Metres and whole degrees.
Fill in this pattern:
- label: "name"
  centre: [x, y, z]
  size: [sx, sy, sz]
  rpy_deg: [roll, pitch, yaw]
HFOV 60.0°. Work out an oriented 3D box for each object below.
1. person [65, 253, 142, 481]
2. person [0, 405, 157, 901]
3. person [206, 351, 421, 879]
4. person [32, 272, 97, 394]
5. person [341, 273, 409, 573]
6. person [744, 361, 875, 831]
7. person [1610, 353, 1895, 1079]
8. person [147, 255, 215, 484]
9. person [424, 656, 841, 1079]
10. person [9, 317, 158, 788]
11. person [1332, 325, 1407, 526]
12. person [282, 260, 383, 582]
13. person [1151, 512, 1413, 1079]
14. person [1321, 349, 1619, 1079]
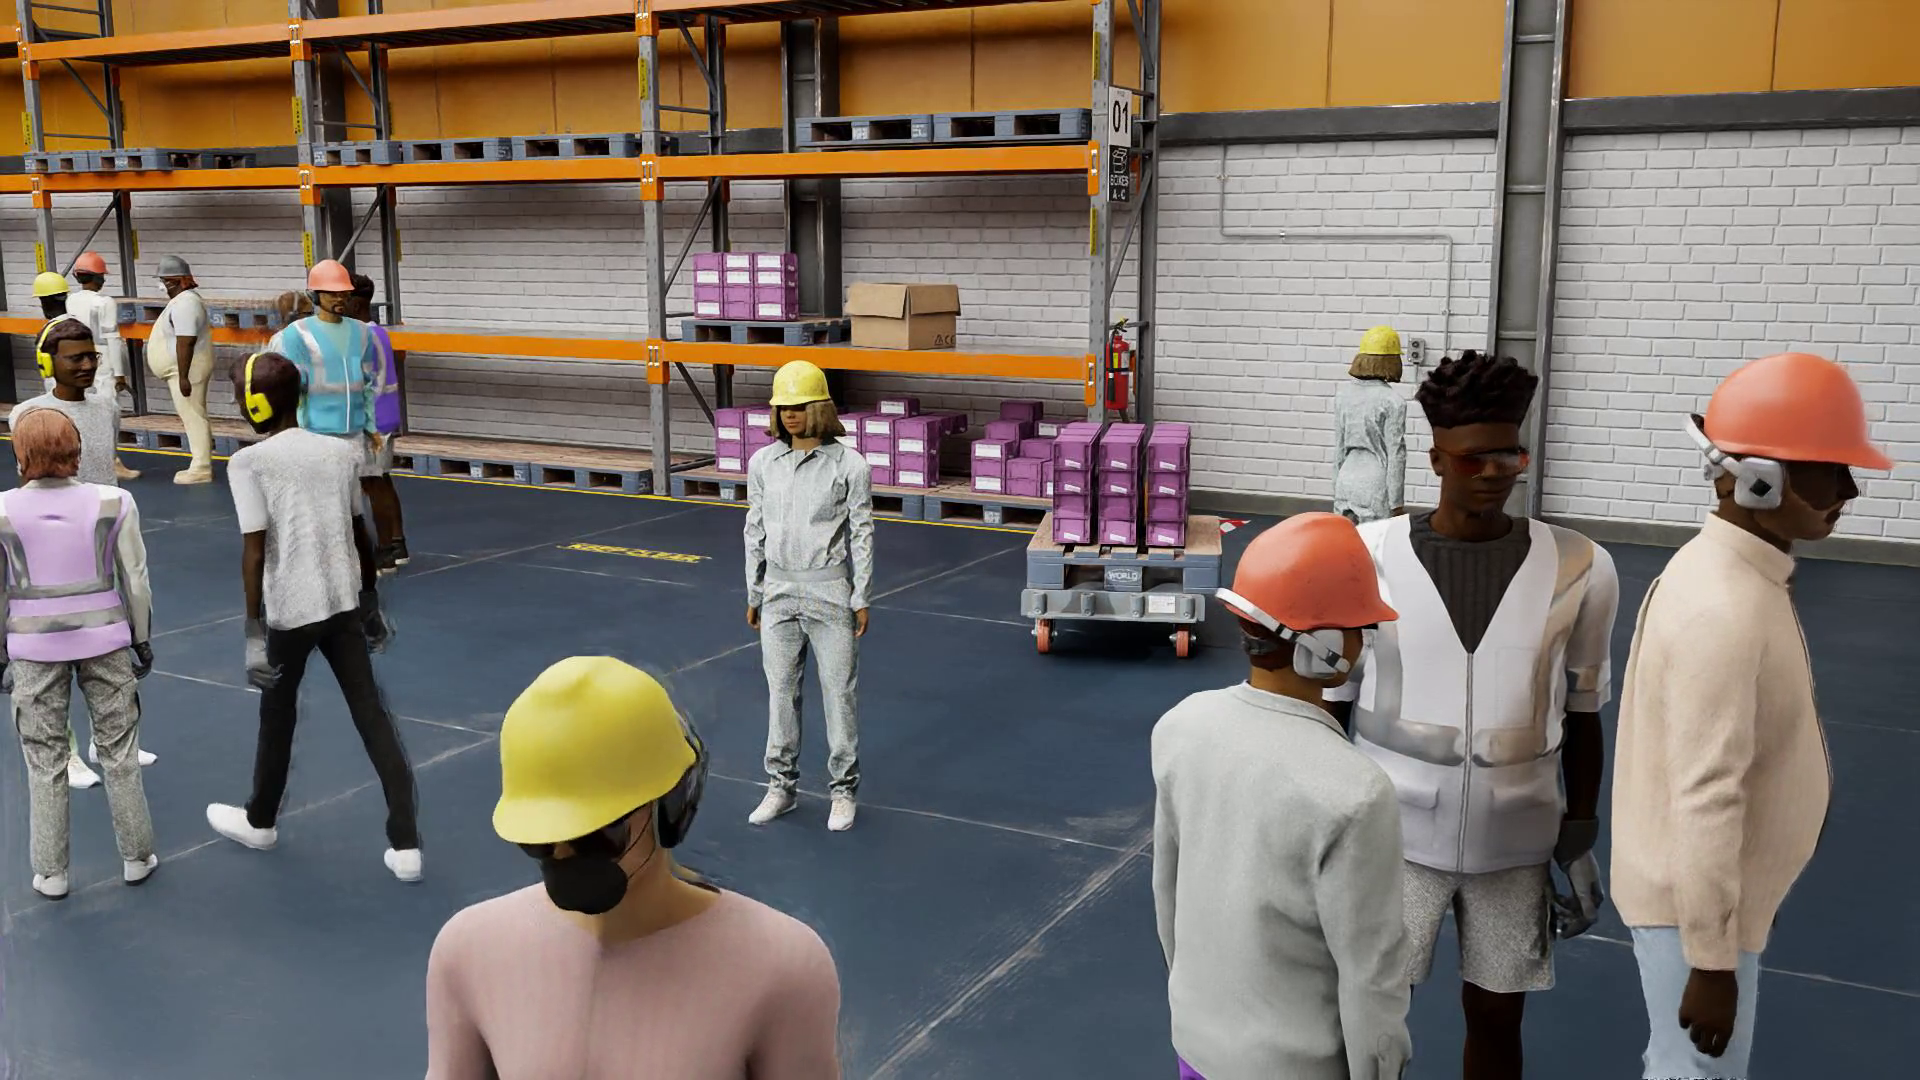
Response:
- label: "person"
  centre: [-7.727, -1.541, 14.922]
  size: [0.609, 2.041, 0.402]
  rpy_deg: [4, 11, 21]
- label: "person"
  centre: [-2.944, 0.375, 5.508]
  size: [0.514, 1.643, 0.307]
  rpy_deg: [-6, 12, -30]
- label: "person"
  centre: [-2.253, 0.253, 5.739]
  size: [0.987, 1.803, 0.620]
  rpy_deg: [7, 13, 35]
- label: "person"
  centre: [-6.702, -1.039, 12.487]
  size: [0.384, 1.923, 0.590]
  rpy_deg: [-2, 10, -9]
- label: "person"
  centre: [-3.872, -0.763, 10.901]
  size: [0.376, 1.955, 0.610]
  rpy_deg: [-2, 10, -9]
- label: "person"
  centre: [-0.564, 0.212, 6.126]
  size: [0.494, 1.743, 0.308]
  rpy_deg: [3, 11, 15]
- label: "person"
  centre: [1.397, 0.654, 3.042]
  size: [0.407, 1.986, 0.633]
  rpy_deg: [5, 11, 26]
- label: "person"
  centre: [-6.938, -1.523, 14.821]
  size: [0.535, 2.000, 0.684]
  rpy_deg: [-3, 11, -18]
- label: "person"
  centre: [-0.420, 0.976, 2.036]
  size: [0.540, 1.712, 0.889]
  rpy_deg: [2, 11, 11]
- label: "person"
  centre: [-3.527, 0.044, 6.702]
  size: [0.325, 1.871, 0.516]
  rpy_deg: [4, 11, 20]
- label: "person"
  centre: [2.129, -0.240, 8.637]
  size: [0.343, 1.735, 0.484]
  rpy_deg: [-6, 12, -31]
- label: "person"
  centre: [-3.885, -0.716, 10.391]
  size: [0.391, 2.045, 0.608]
  rpy_deg: [7, 13, 35]
- label: "person"
  centre: [0.542, 0.819, 2.768]
  size: [0.330, 1.751, 0.564]
  rpy_deg: [-6, 12, -29]
- label: "person"
  centre: [1.012, 0.593, 3.424]
  size: [0.615, 1.964, 0.361]
  rpy_deg: [2, 11, 10]
